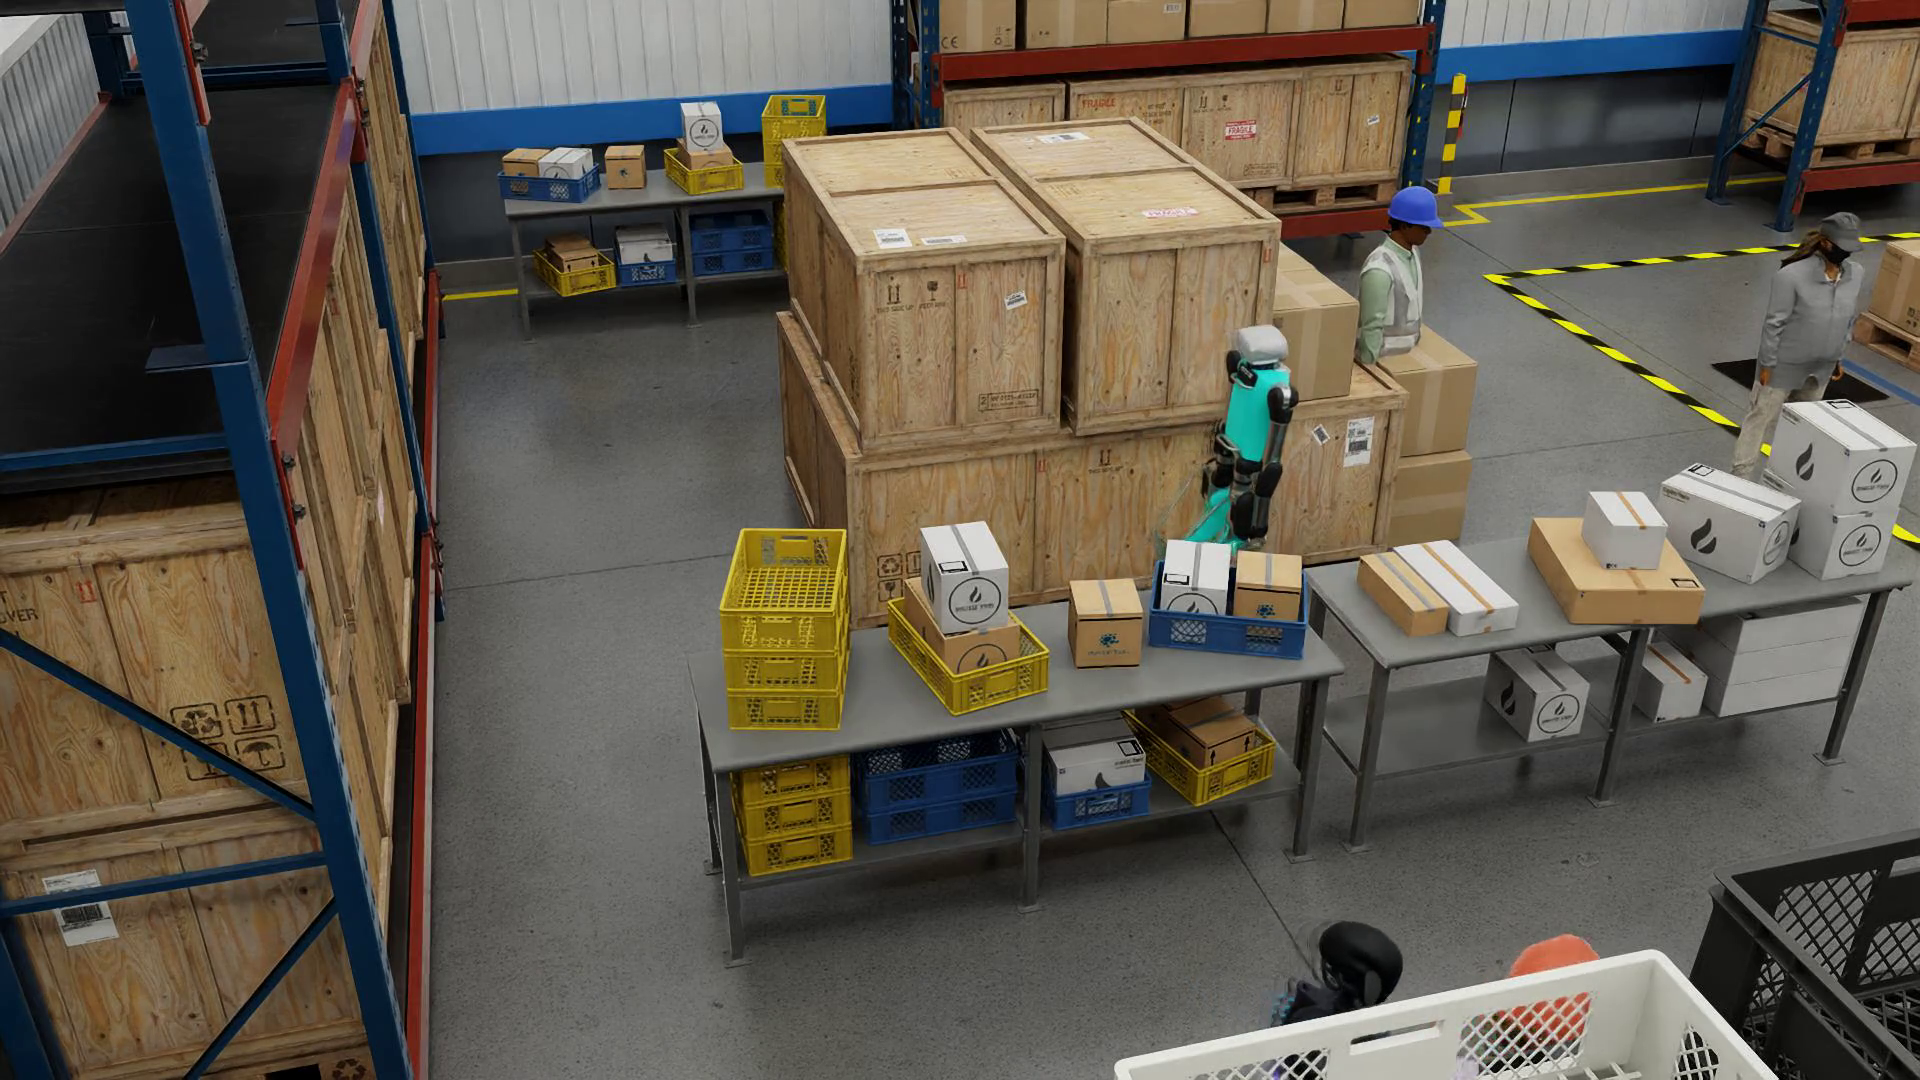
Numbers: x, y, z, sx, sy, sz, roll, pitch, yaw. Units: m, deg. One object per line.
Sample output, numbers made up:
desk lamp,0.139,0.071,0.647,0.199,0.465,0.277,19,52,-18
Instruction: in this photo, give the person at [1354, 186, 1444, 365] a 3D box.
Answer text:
person,2.363,-1.016,9.234,0.411,1.939,0.602,17,33,28

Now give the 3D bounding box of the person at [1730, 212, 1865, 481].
person,4.735,-1.012,9.402,0.561,1.764,0.401,-7,30,-12

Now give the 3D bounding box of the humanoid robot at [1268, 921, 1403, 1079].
humanoid robot,0.915,1.692,4.598,0.463,1.641,0.608,11,31,19

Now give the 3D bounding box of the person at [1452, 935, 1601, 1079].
person,1.259,1.814,4.026,0.617,2.011,0.562,18,33,29

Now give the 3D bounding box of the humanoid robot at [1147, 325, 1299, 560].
humanoid robot,1.083,-0.097,7.844,0.839,1.854,0.554,-9,30,-16
